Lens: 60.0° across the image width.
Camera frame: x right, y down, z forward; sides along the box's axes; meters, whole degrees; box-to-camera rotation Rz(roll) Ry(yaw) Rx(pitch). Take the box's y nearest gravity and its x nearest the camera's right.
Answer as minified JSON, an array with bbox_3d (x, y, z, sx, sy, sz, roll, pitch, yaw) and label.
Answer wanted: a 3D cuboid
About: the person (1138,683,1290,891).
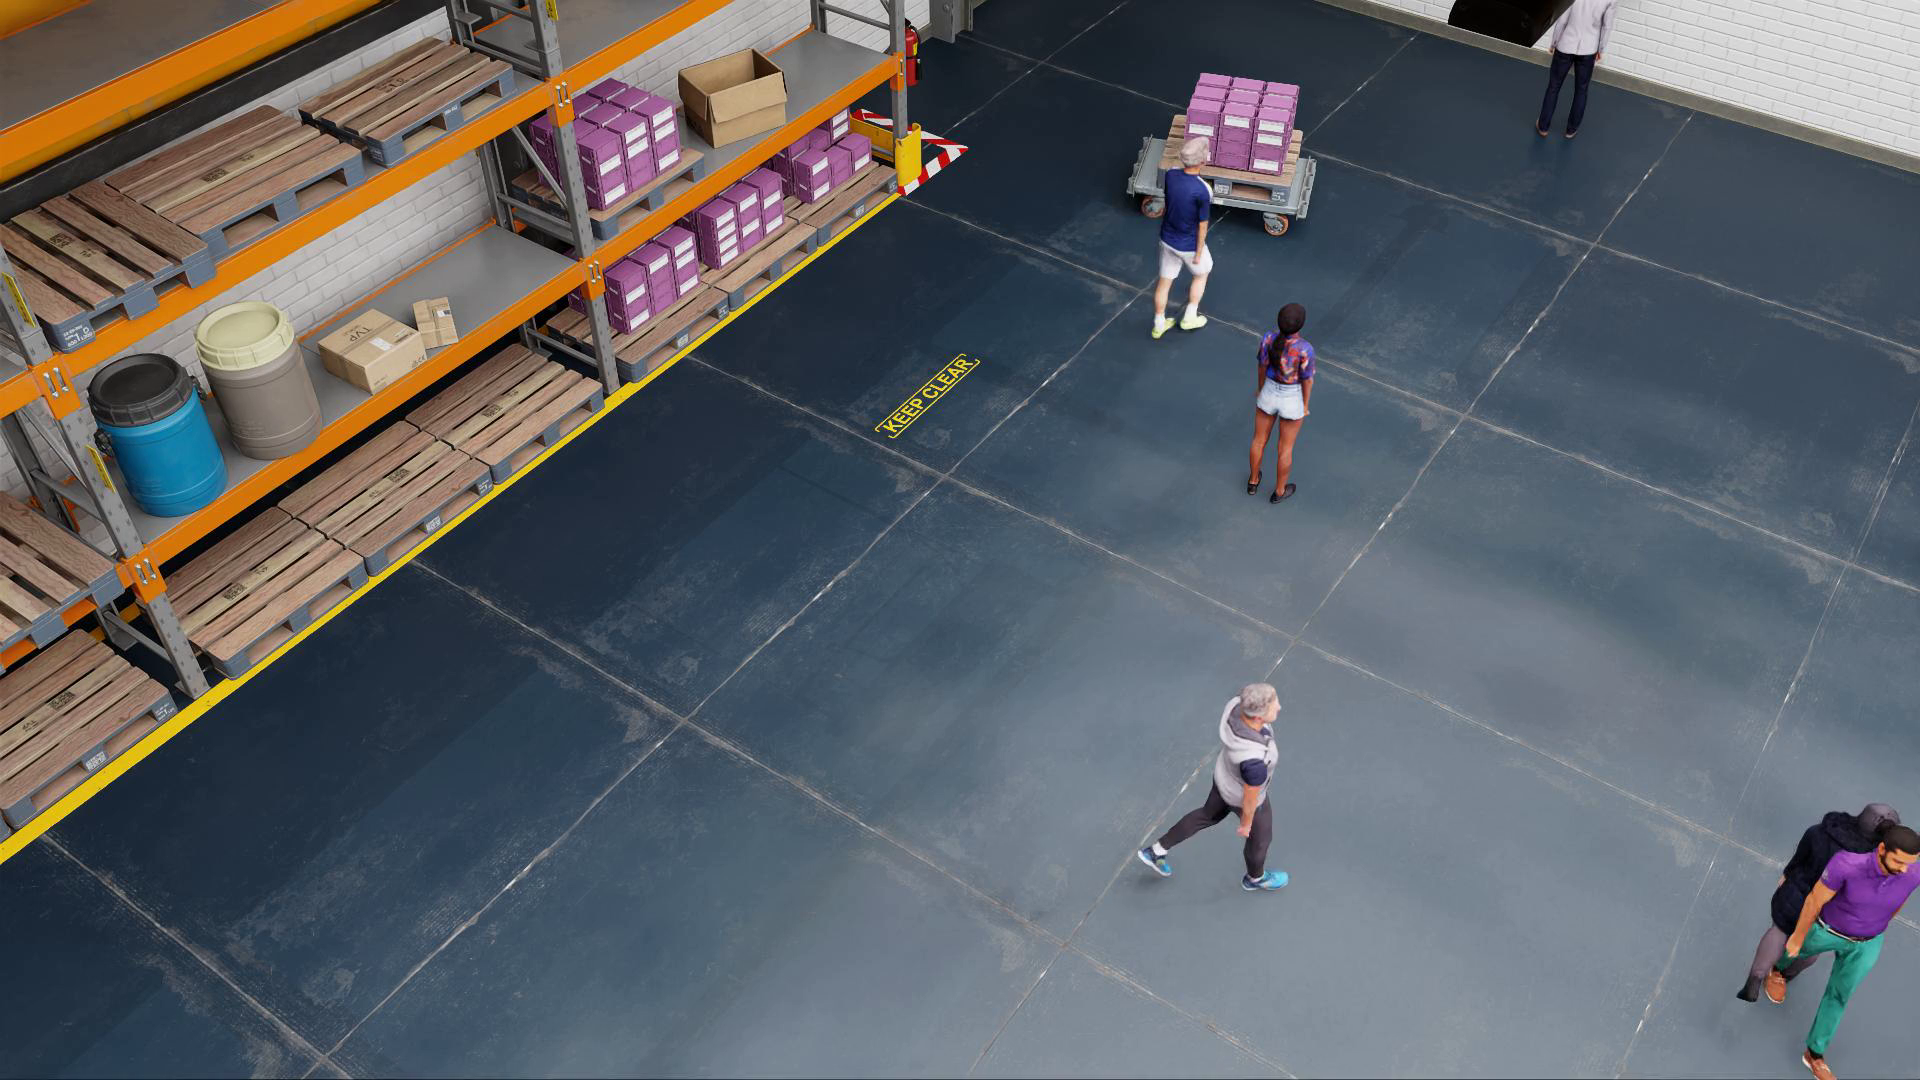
[{"bbox_3d":[1.514,1.431,9.519,1.213,1.803,1.148,-7,44,-7],"label":"person"}]

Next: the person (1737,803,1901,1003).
[{"bbox_3d":[4.632,2.001,9.022,0.943,1.664,0.754,-33,53,-30],"label":"person"}]

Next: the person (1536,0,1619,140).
[{"bbox_3d":[5.933,-4.752,15.975,0.742,1.851,0.695,11,45,11],"label":"person"}]

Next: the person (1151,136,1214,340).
[{"bbox_3d":[1.753,-2.401,13.531,0.655,1.817,0.706,30,51,27],"label":"person"}]

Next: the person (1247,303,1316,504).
[{"bbox_3d":[2.338,-1.009,12.126,0.586,1.741,0.509,24,49,23],"label":"person"}]

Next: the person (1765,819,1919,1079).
[{"bbox_3d":[4.724,2.019,8.958,0.955,1.727,1.208,8,44,8],"label":"person"}]
